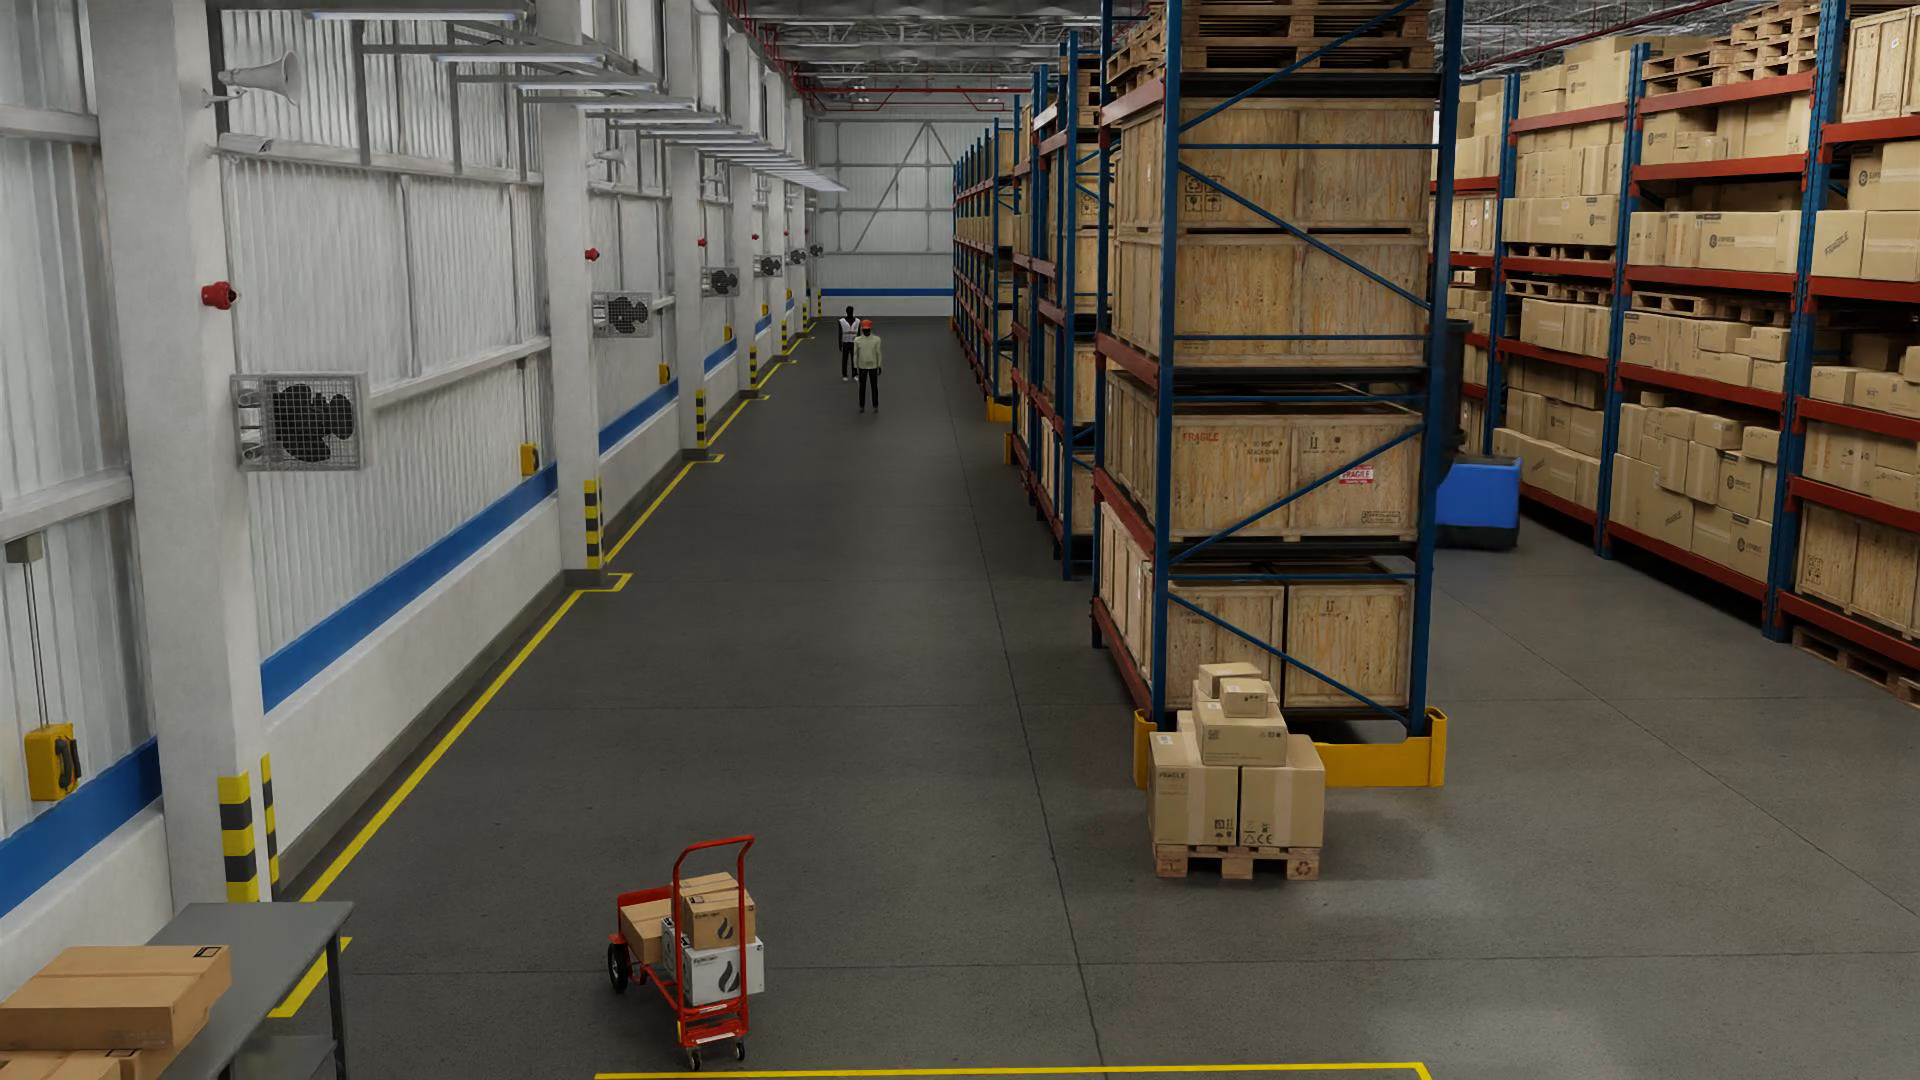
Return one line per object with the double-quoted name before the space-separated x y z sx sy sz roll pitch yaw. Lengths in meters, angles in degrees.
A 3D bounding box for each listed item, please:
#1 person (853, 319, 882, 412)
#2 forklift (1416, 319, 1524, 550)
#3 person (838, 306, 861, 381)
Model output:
"person" -1.968 -3.706 35.469 0.613 1.989 0.403 0 11 0
"forklift" 6.149 -1.374 20.998 1.873 2.768 1.129 4 12 21
"person" -2.816 -5.019 42.489 0.589 1.912 0.397 -4 11 -18
